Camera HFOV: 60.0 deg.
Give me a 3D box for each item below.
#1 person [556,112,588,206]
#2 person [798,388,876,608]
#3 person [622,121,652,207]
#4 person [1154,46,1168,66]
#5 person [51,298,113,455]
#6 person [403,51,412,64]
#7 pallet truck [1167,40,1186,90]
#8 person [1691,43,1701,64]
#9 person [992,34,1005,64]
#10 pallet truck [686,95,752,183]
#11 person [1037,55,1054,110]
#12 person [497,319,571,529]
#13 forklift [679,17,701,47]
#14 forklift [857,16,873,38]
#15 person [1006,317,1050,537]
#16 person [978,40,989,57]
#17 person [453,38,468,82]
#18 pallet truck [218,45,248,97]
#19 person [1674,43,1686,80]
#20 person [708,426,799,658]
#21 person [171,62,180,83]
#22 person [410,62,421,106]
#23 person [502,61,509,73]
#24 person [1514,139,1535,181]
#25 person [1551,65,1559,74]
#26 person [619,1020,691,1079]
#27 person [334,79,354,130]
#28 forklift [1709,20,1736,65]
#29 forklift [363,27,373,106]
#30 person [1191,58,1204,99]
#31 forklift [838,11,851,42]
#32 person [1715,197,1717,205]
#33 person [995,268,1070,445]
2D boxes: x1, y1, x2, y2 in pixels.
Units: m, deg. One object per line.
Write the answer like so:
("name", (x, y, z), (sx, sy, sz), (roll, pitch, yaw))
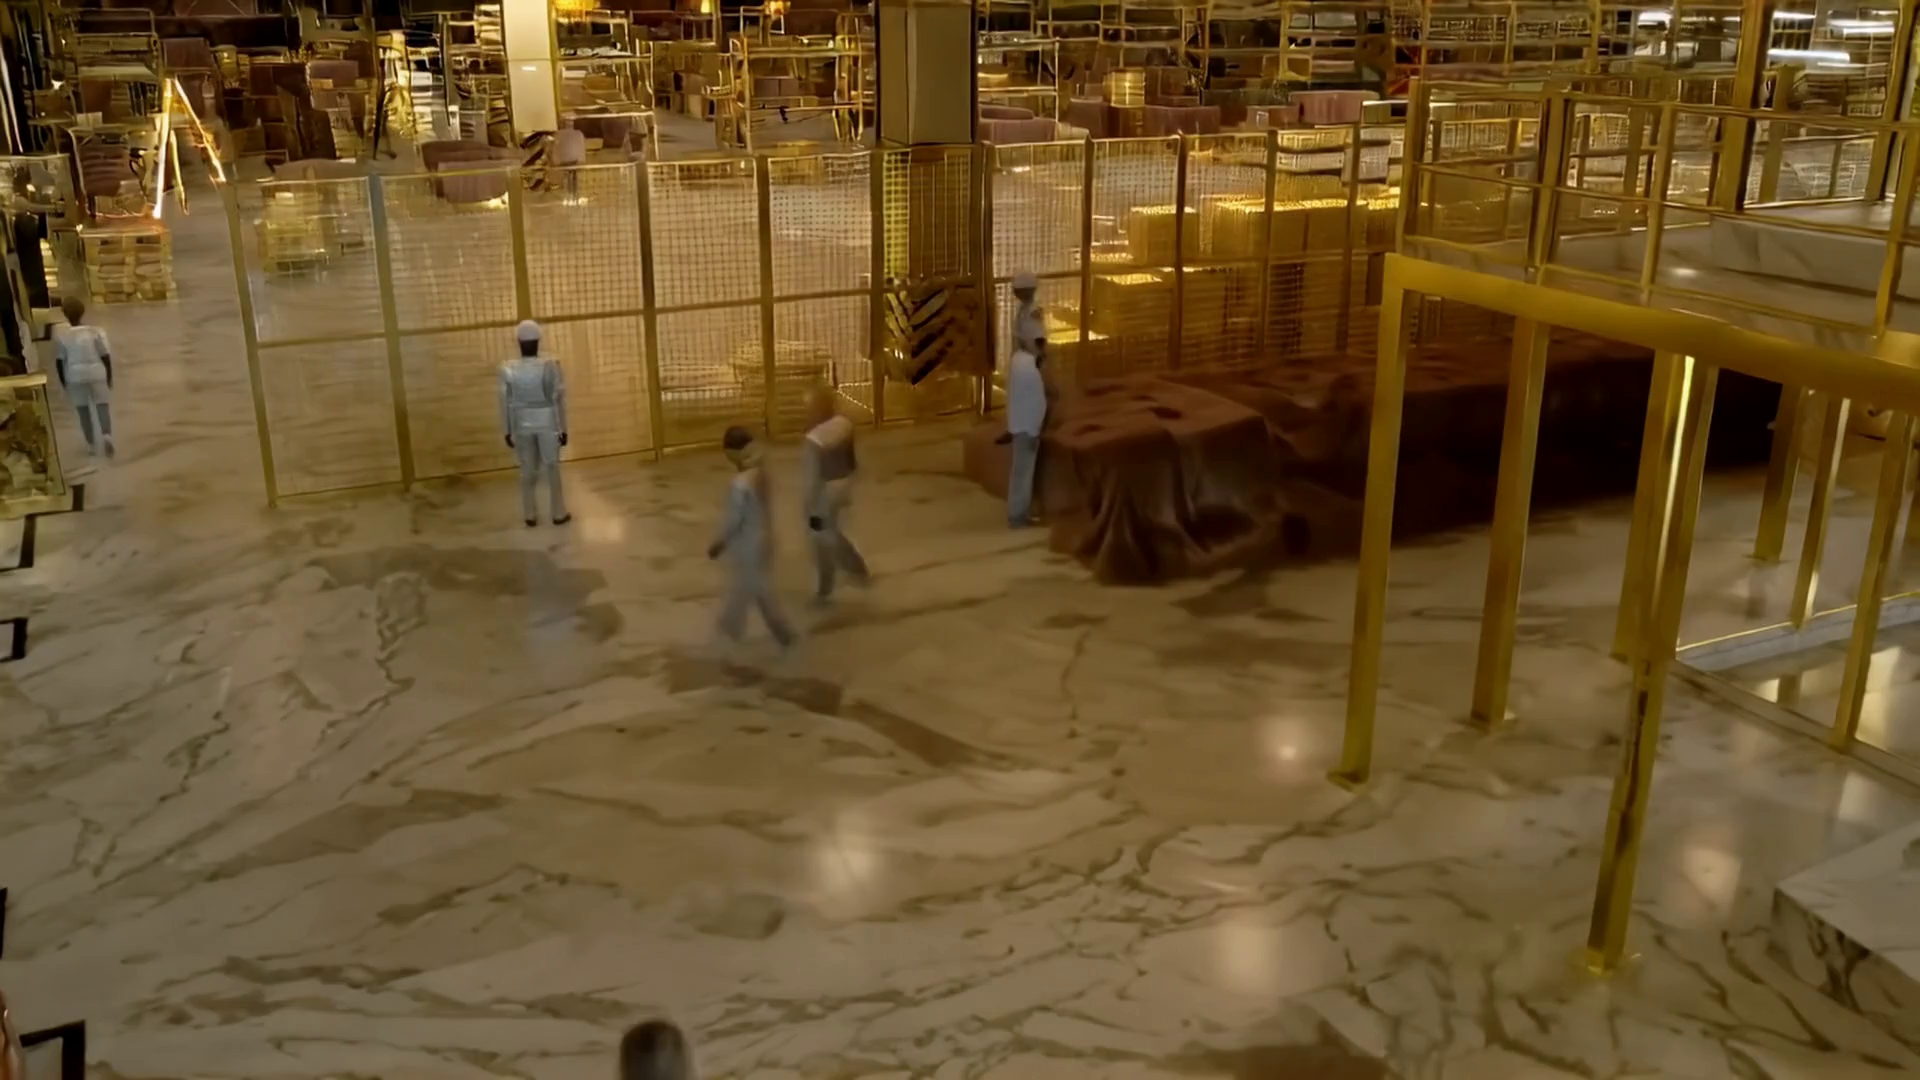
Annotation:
("person", (-8.375, -8.272, 36.035), (0.653, 1.955, 0.938), (0, 19, 1))
("person", (-1.022, -0.317, 13.182), (0.524, 1.827, 0.637), (9, 21, 24))
("person", (-6.925, -8.074, 35.713), (0.634, 1.807, 0.940), (-1, 19, -4))
("person", (8.169, -19.147, 67.688), (0.650, 1.883, 0.822), (-11, 22, -29))
("person", (-9.123, -1.679, 17.355), (0.540, 1.678, 0.666), (-9, 21, -25))
("person", (-22.087, -18.641, 66.180), (0.927, 1.910, 0.634), (12, 22, 30))
("pallet truck", (9.045, -19.971, 69.895), (0.823, 1.965, 1.885), (-3, 19, -8))
("person", (31.359, -20.132, 70.577), (0.654, 1.853, 1.012), (0, 19, 0))
("person", (1.819, -23.021, 78.909), (0.647, 1.893, 1.009), (-6, 20, -18))
("pallet truck", (-5.836, -9.608, 39.856), (0.823, 1.965, 1.885), (10, 22, 27))
("person", (3.074, -16.432, 59.783), (0.615, 1.902, 0.480), (1, 19, 4))
("person", (-3.867, -1.050, 15.151), (0.585, 1.929, 0.371), (-2, 19, -6))
("forklift", (-11.727, -21.318, 72.468), (1.129, 2.768, 1.873), (11, 22, 28))
("forklift", (-4.147, -22.342, 75.435), (1.129, 2.768, 1.873), (-10, 21, -26))
("person", (0.606, -1.023, 14.971), (0.381, 1.993, 0.622), (-4, 19, -11))
("person", (1.132, -22.978, 79.180), (0.523, 1.617, 0.674), (4, 19, 11))
("person", (-22.289, -21.413, 74.195), (0.567, 1.918, 0.647), (-11, 22, -29))
("pallet truck", (-28.879, -18.665, 66.111), (0.823, 1.965, 1.885), (-3, 19, -9))
("person", (31.731, -20.987, 73.239), (0.516, 1.734, 0.856), (-6, 20, -18))
("person", (-1.554, 0.009, 12.383), (0.859, 1.731, 0.529), (9, 21, 24))
("person", (-29.487, -17.160, 62.304), (0.623, 1.620, 0.522), (4, 19, 11))
("person", (-19.409, -16.045, 58.931), (0.493, 1.721, 0.668), (14, 23, 35))
("person", (-16.620, -17.027, 61.540), (0.639, 1.895, 1.041), (-14, 23, -34))
("person", (10.218, -6.180, 29.920), (0.662, 1.998, 0.574), (-7, 20, -19))
("person", (20.927, -15.854, 58.453), (0.704, 1.676, 0.537), (-8, 21, -23))
("person", (-0.899, 2.373, 5.220), (0.640, 1.932, 0.443), (-3, 19, -8))
("person", (-17.854, -12.350, 48.035), (0.886, 1.854, 0.581), (8, 20, 21))
("forklift", (31.317, -20.152, 69.087), (1.873, 2.768, 1.129), (4, 19, 11))
("forklift", (-21.546, -17.465, 61.298), (1.873, 2.768, 1.129), (-9, 21, -25))
("person", (8.800, -16.996, 61.723), (0.532, 1.697, 0.320), (-9, 21, -25))
("forklift", (-5.778, -25.034, 83.240), (1.873, 2.768, 1.129), (-9, 21, -25))
("person", (13.034, -5.485, 27.996), (0.629, 1.936, 0.372), (9, 21, 24))
("person", (0.779, -1.965, 17.828), (0.776, 1.913, 0.552), (-8, 21, -23))
